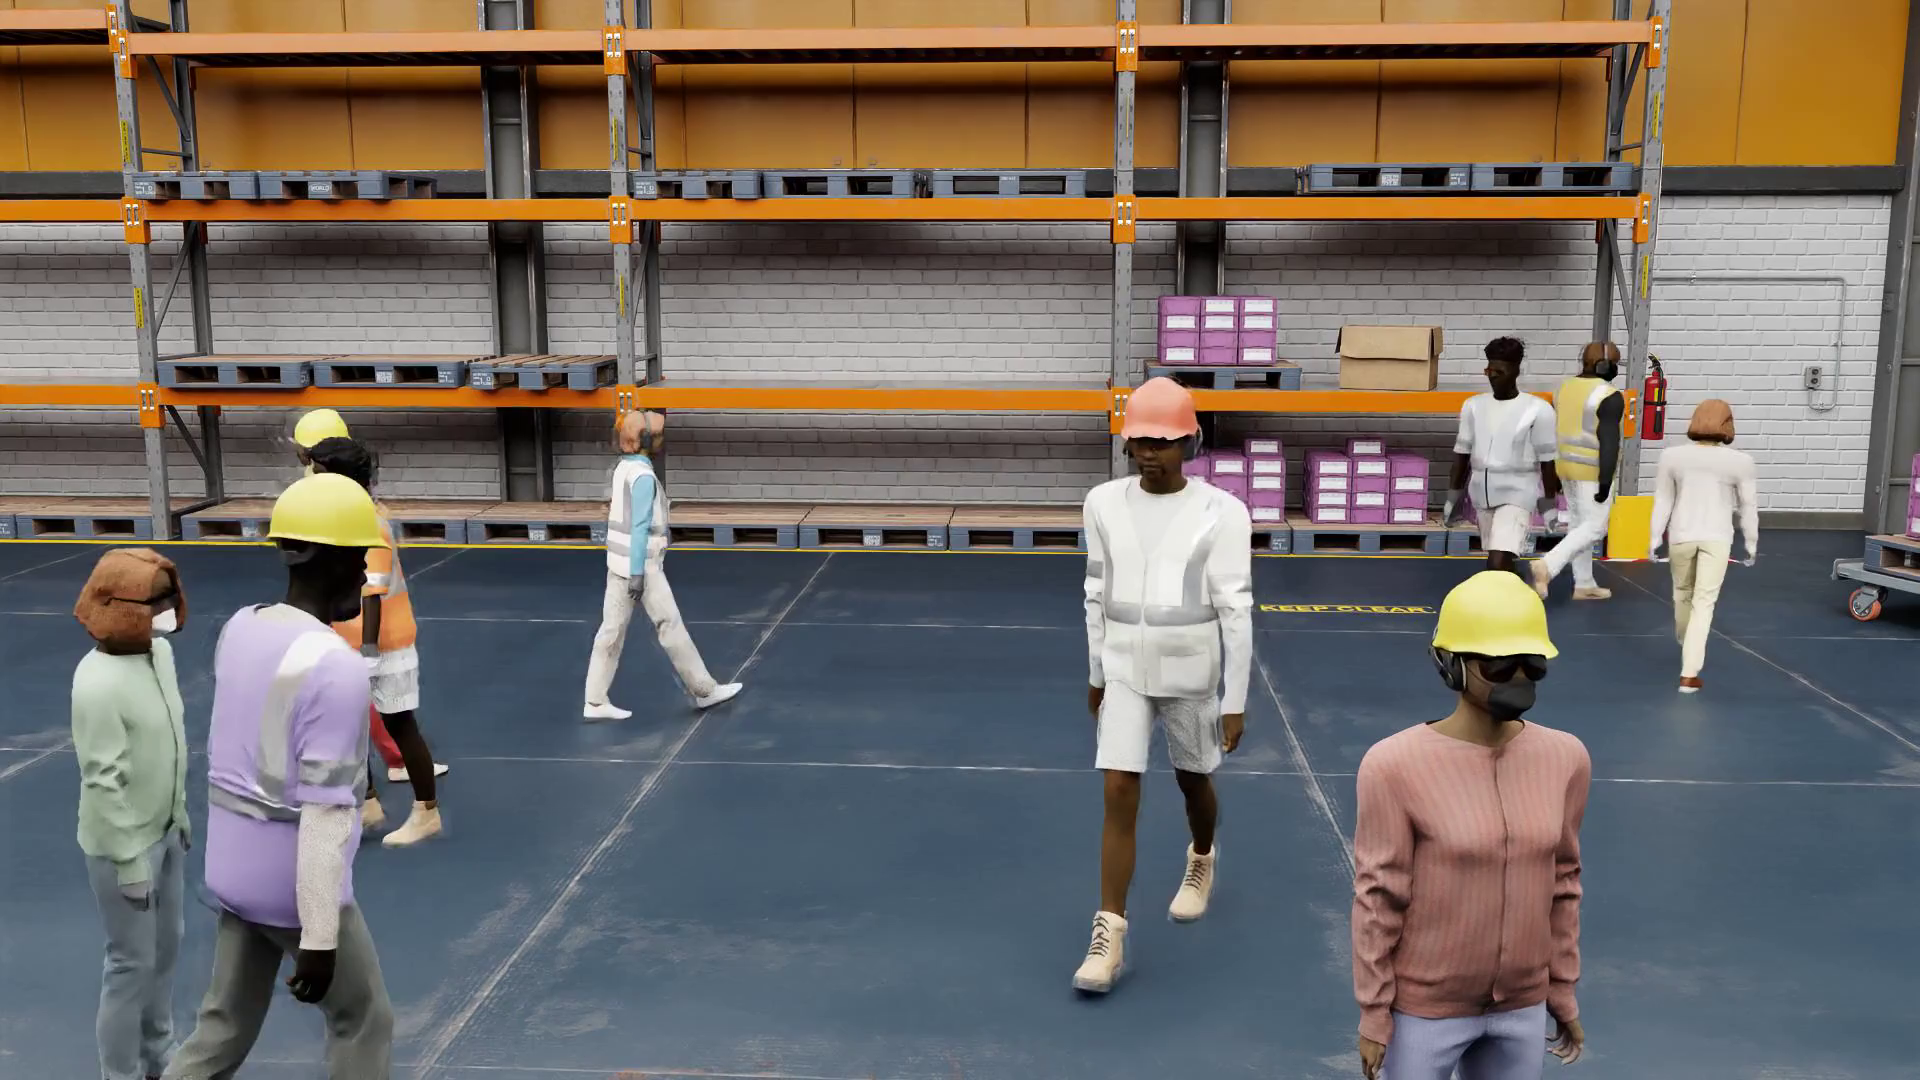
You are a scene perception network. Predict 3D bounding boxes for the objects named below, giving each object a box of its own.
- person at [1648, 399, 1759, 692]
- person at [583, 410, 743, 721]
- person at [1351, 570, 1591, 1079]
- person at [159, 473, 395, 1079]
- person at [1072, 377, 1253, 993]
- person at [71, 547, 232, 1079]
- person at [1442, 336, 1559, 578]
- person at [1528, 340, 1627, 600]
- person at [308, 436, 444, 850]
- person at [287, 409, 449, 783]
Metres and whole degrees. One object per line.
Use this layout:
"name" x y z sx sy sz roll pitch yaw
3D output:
"person" 4.171 0.009 9.298 0.534 1.588 0.854 7 12 36
"person" -1.574 0.133 8.540 0.853 1.586 0.539 -5 11 -26
"person" 1.031 0.933 3.374 0.524 1.772 0.301 -3 10 -16
"person" -1.661 0.805 3.841 0.615 1.887 0.822 9 13 43
"person" 0.693 0.441 5.629 0.632 1.990 1.069 5 11 26
"person" -2.205 0.816 4.493 0.295 1.621 0.514 -1 10 -5
"person" 3.248 -0.262 9.965 1.021 1.914 0.630 -8 12 -37
"person" 4.205 -0.448 11.331 0.722 1.819 0.627 -3 10 -18
"person" -2.386 0.418 6.652 0.581 1.662 0.629 -6 11 -30
"person" -2.810 0.279 7.345 0.893 1.720 0.535 -5 11 -29
